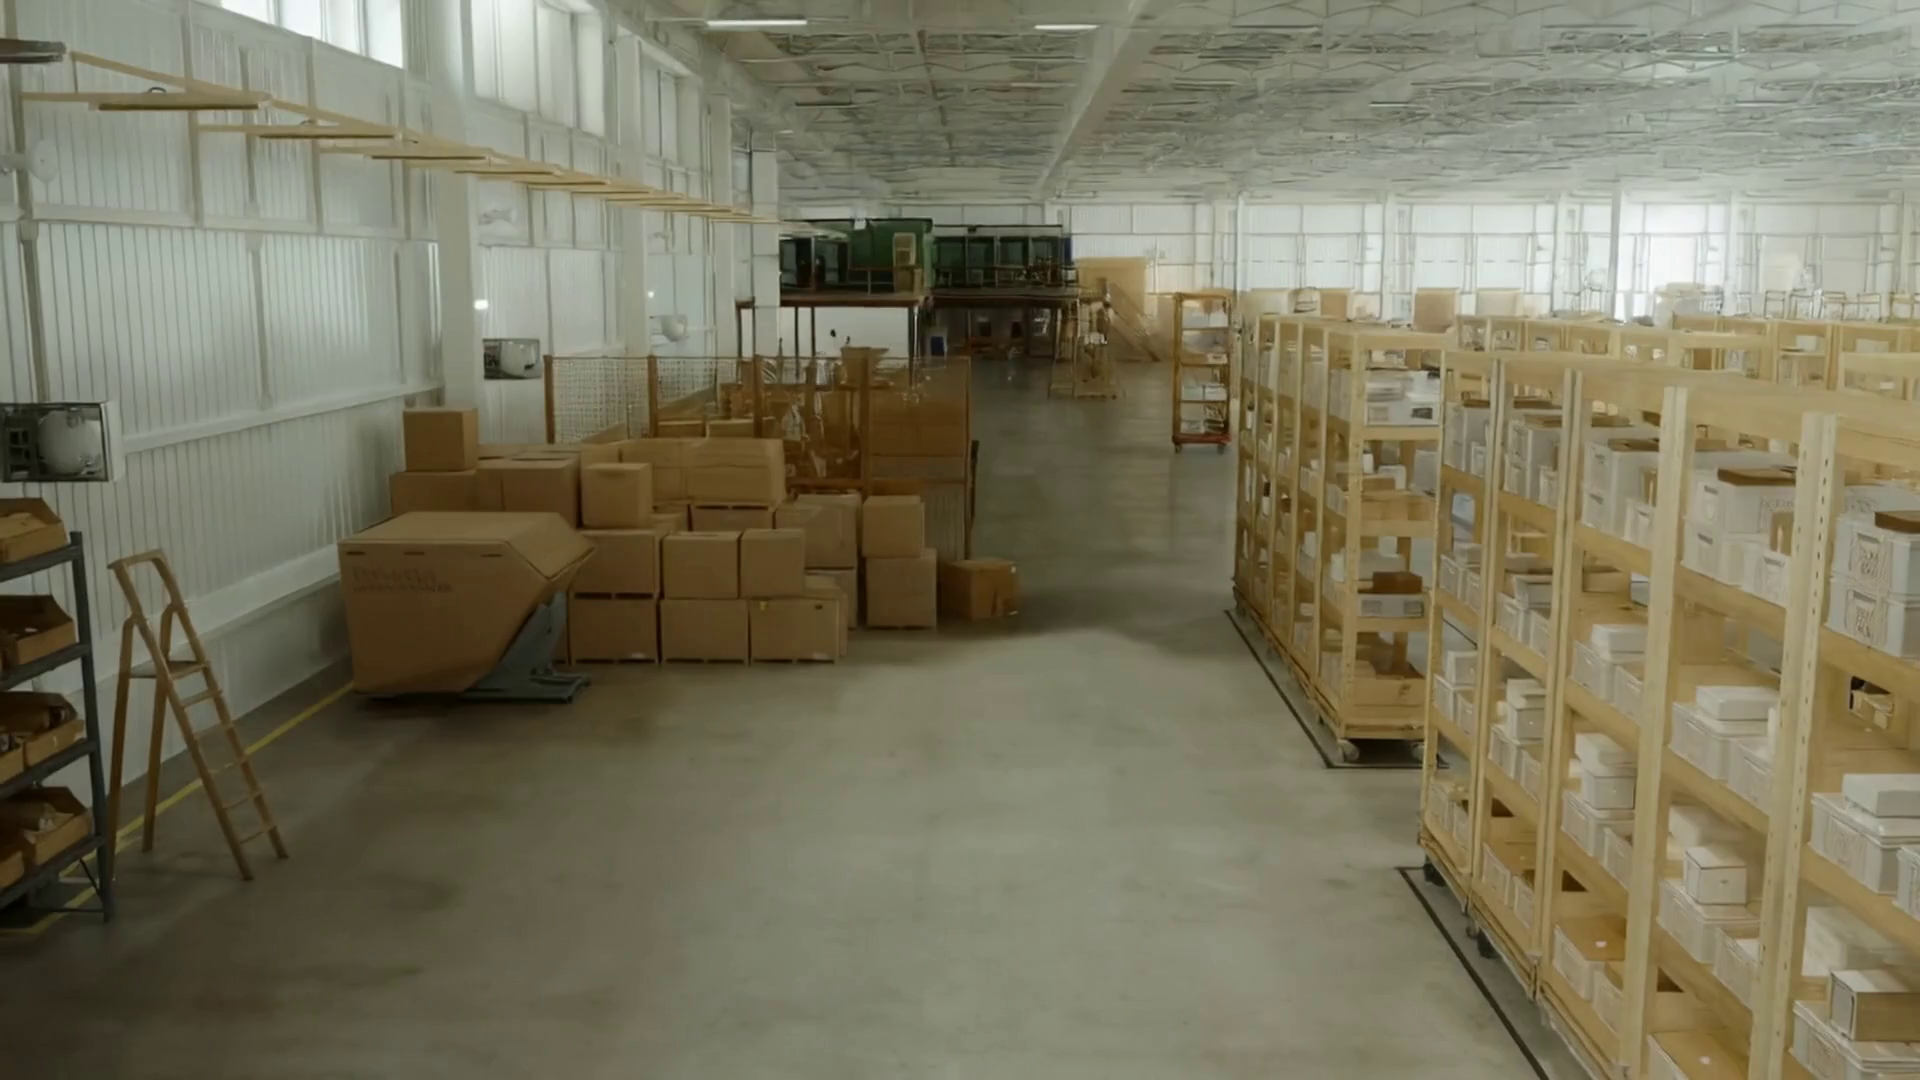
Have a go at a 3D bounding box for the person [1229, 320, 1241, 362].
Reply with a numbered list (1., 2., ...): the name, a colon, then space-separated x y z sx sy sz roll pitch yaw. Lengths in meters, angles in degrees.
1. person: 12.373 -8.866 74.331 0.555 1.899 1.008 -6 11 -34

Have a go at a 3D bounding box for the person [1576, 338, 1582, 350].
1. person: 24.798 -7.808 67.311 0.678 2.000 0.536 3 10 15

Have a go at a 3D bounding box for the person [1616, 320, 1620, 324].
1. person: 32.853 -10.184 83.158 0.539 1.685 0.748 7 12 37

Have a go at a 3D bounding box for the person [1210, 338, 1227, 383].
1. person: 8.091 -5.260 51.666 0.614 2.018 0.919 8 12 42

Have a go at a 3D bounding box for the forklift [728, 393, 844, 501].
1. forklift: -2.979 -1.316 26.476 2.680 1.987 1.157 0 9 1

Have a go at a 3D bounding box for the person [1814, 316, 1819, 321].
1. person: 41.210 -9.813 80.055 0.370 1.916 0.597 -1 9 -7

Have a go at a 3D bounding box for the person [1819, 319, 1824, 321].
1. person: 40.749 -9.576 78.952 0.523 1.813 0.934 -4 10 -21

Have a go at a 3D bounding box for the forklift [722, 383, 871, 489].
1. forklift: -2.893 -1.687 28.729 2.680 1.987 1.157 0 9 -1

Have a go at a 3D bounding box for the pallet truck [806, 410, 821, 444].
1. pallet truck: -3.559 -2.018 33.905 1.522 1.261 0.704 0 9 -1

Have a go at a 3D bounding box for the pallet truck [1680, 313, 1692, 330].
1. pallet truck: 36.315 -10.531 84.244 0.823 1.965 1.885 -6 11 -33

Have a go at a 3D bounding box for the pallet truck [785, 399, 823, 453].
1. pallet truck: -3.814 -2.432 36.419 1.630 1.274 0.653 0 9 1

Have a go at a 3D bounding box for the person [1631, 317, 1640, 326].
1. person: 31.745 -9.523 78.271 0.592 1.922 0.399 -1 9 -6

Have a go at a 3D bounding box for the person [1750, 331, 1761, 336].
1. person: 36.139 -9.094 75.583 0.482 1.927 0.627 -1 9 -4

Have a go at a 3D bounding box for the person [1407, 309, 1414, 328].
1. person: 25.603 -12.182 94.676 0.395 1.920 0.584 6 11 33

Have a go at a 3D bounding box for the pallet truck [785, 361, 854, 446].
1. pallet truck: -3.410 -3.193 38.978 1.885 1.965 0.823 0 9 -1

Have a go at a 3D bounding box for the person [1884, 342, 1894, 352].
1. person: 32.337 -6.124 57.718 0.934 1.776 0.607 7 11 36

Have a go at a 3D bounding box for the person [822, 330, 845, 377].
1. person: -4.917 -7.184 64.101 0.985 1.829 0.578 0 9 1

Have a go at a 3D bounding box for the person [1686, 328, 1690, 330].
1. person: 26.676 -6.788 61.161 0.389 1.991 0.625 -4 10 -25

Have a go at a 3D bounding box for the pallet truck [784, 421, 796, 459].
1. pallet truck: -4.013 -1.793 32.705 1.601 1.201 0.680 0 9 1

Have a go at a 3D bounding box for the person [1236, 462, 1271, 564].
1. person: 3.914 -0.366 22.048 0.600 1.829 0.404 8 12 41

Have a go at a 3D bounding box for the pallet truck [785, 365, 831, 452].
1. pallet truck: -3.774 -2.976 37.635 1.885 1.965 0.823 1 9 5

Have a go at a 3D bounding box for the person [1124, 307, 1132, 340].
1. person: 9.940 -12.749 98.081 0.615 1.942 0.408 -4 10 -22

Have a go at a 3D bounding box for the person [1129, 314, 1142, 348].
1. person: 9.328 -11.085 88.275 0.670 1.802 0.609 -2 9 -13
